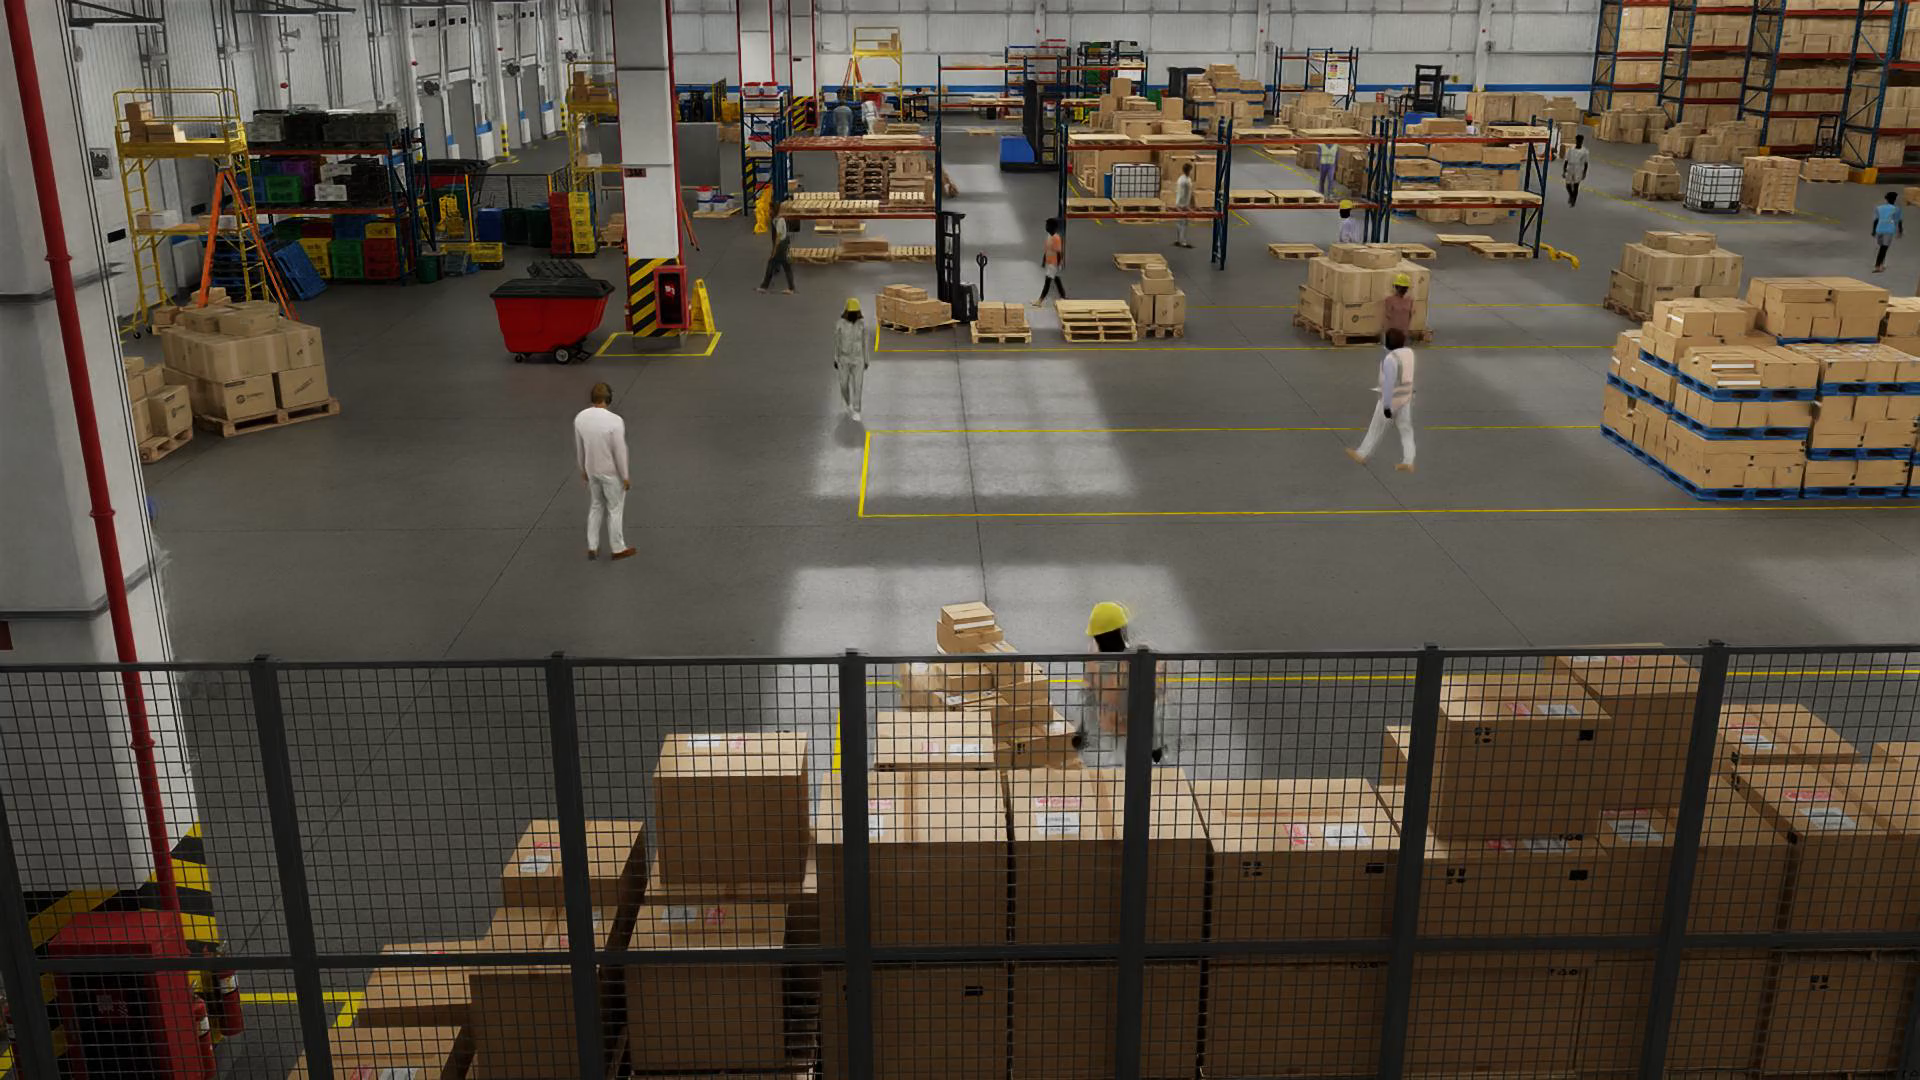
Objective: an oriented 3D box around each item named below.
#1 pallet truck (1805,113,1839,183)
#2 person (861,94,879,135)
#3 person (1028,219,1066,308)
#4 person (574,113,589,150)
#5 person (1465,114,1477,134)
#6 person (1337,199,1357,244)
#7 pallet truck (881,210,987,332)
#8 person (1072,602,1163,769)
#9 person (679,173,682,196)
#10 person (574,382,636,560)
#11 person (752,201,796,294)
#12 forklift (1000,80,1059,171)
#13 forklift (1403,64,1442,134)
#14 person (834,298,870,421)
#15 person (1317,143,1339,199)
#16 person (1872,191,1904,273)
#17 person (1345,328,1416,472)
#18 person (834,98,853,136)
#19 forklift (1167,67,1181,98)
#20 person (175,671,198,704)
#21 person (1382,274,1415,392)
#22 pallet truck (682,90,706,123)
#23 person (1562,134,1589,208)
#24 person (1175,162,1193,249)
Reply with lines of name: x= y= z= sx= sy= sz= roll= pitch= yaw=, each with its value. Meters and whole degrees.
pallet truck: x=26.403 y=-11.957 z=50.702 sx=0.823 sy=1.965 sz=1.885 roll=6 pitch=19 yaw=16
person: x=-3.407 y=-15.763 z=62.263 sx=0.648 sy=1.818 sz=0.961 roll=-14 pitch=23 yaw=-36
person: x=1.660 y=-5.172 z=31.098 sx=0.861 sy=1.650 sz=0.552 roll=-5 pitch=19 yaw=-14
person: x=-13.671 y=-14.896 z=60.035 sx=0.529 sy=1.595 sz=0.841 roll=-1 pitch=19 yaw=-3
person: x=15.656 y=-12.151 z=51.370 sx=0.545 sy=1.938 sz=0.356 roll=-2 pitch=19 yaw=-7
person: x=7.325 y=-5.549 z=31.823 sx=0.572 sy=1.904 sz=0.617 roll=8 pitch=20 yaw=22
pallet truck: x=-0.493 y=-4.759 z=29.349 sx=1.885 sy=1.965 sz=0.823 roll=-13 pitch=23 yaw=-34
person: x=1.025 y=1.325 z=11.488 sx=0.977 sy=1.873 sz=0.600 roll=-12 pitch=22 yaw=-31
person: x=-7.137 y=-8.586 z=40.834 sx=0.552 sy=1.913 sz=0.776 roll=-12 pitch=22 yaw=-32
person: x=-3.713 y=-0.713 z=17.472 sx=0.643 sy=1.922 sz=0.438 roll=11 pitch=22 yaw=30
person: x=-3.627 y=-5.650 z=32.302 sx=0.926 sy=1.800 sz=0.517 roll=-8 pitch=20 yaw=-23
forklift: x=2.239 y=-13.269 z=53.236 sx=1.873 sy=2.768 sz=1.129 roll=-1 pitch=19 yaw=-2
forklift: x=17.644 y=-16.582 z=63.063 sx=1.129 sy=2.768 sz=1.873 roll=11 pitch=22 yaw=30
person: x=-1.493 y=-2.499 z=23.054 sx=0.511 sy=1.730 sz=0.359 roll=-2 pitch=19 yaw=-5
person: x=10.314 y=-10.528 z=46.676 sx=0.618 sy=1.863 sz=1.026 roll=1 pitch=19 yaw=4
person: x=19.508 y=-6.470 z=34.926 sx=0.783 sy=1.660 sz=0.550 roll=-9 pitch=21 yaw=-26
person: x=5.363 y=-1.767 z=20.784 sx=0.640 sy=1.792 sz=0.949 roll=-17 pitch=25 yaw=-40
person: x=-4.117 y=-14.642 z=58.806 sx=0.644 sy=1.898 sz=0.940 roll=1 pitch=19 yaw=1
forklift: x=7.822 y=-15.879 z=60.978 sx=1.873 sy=2.768 sz=1.129 roll=-1 pitch=19 yaw=-2
person: x=-6.778 y=0.554 z=13.692 sx=0.623 sy=1.926 sz=0.606 roll=17 pitch=25 yaw=41
person: x=6.543 y=-3.068 z=24.733 sx=0.533 sy=1.742 sz=0.743 roll=-5 pitch=19 yaw=-15
pallet truck: x=-9.671 y=-15.907 z=62.421 sx=0.823 sy=1.965 sz=1.885 roll=5 pitch=19 yaw=15
person: x=16.617 y=-9.969 z=44.880 sx=0.631 sy=1.946 sz=0.558 roll=12 pitch=22 yaw=31
person: x=5.149 y=-7.660 z=38.057 sx=0.401 sy=1.940 sz=0.628 roll=6 pitch=20 yaw=18
